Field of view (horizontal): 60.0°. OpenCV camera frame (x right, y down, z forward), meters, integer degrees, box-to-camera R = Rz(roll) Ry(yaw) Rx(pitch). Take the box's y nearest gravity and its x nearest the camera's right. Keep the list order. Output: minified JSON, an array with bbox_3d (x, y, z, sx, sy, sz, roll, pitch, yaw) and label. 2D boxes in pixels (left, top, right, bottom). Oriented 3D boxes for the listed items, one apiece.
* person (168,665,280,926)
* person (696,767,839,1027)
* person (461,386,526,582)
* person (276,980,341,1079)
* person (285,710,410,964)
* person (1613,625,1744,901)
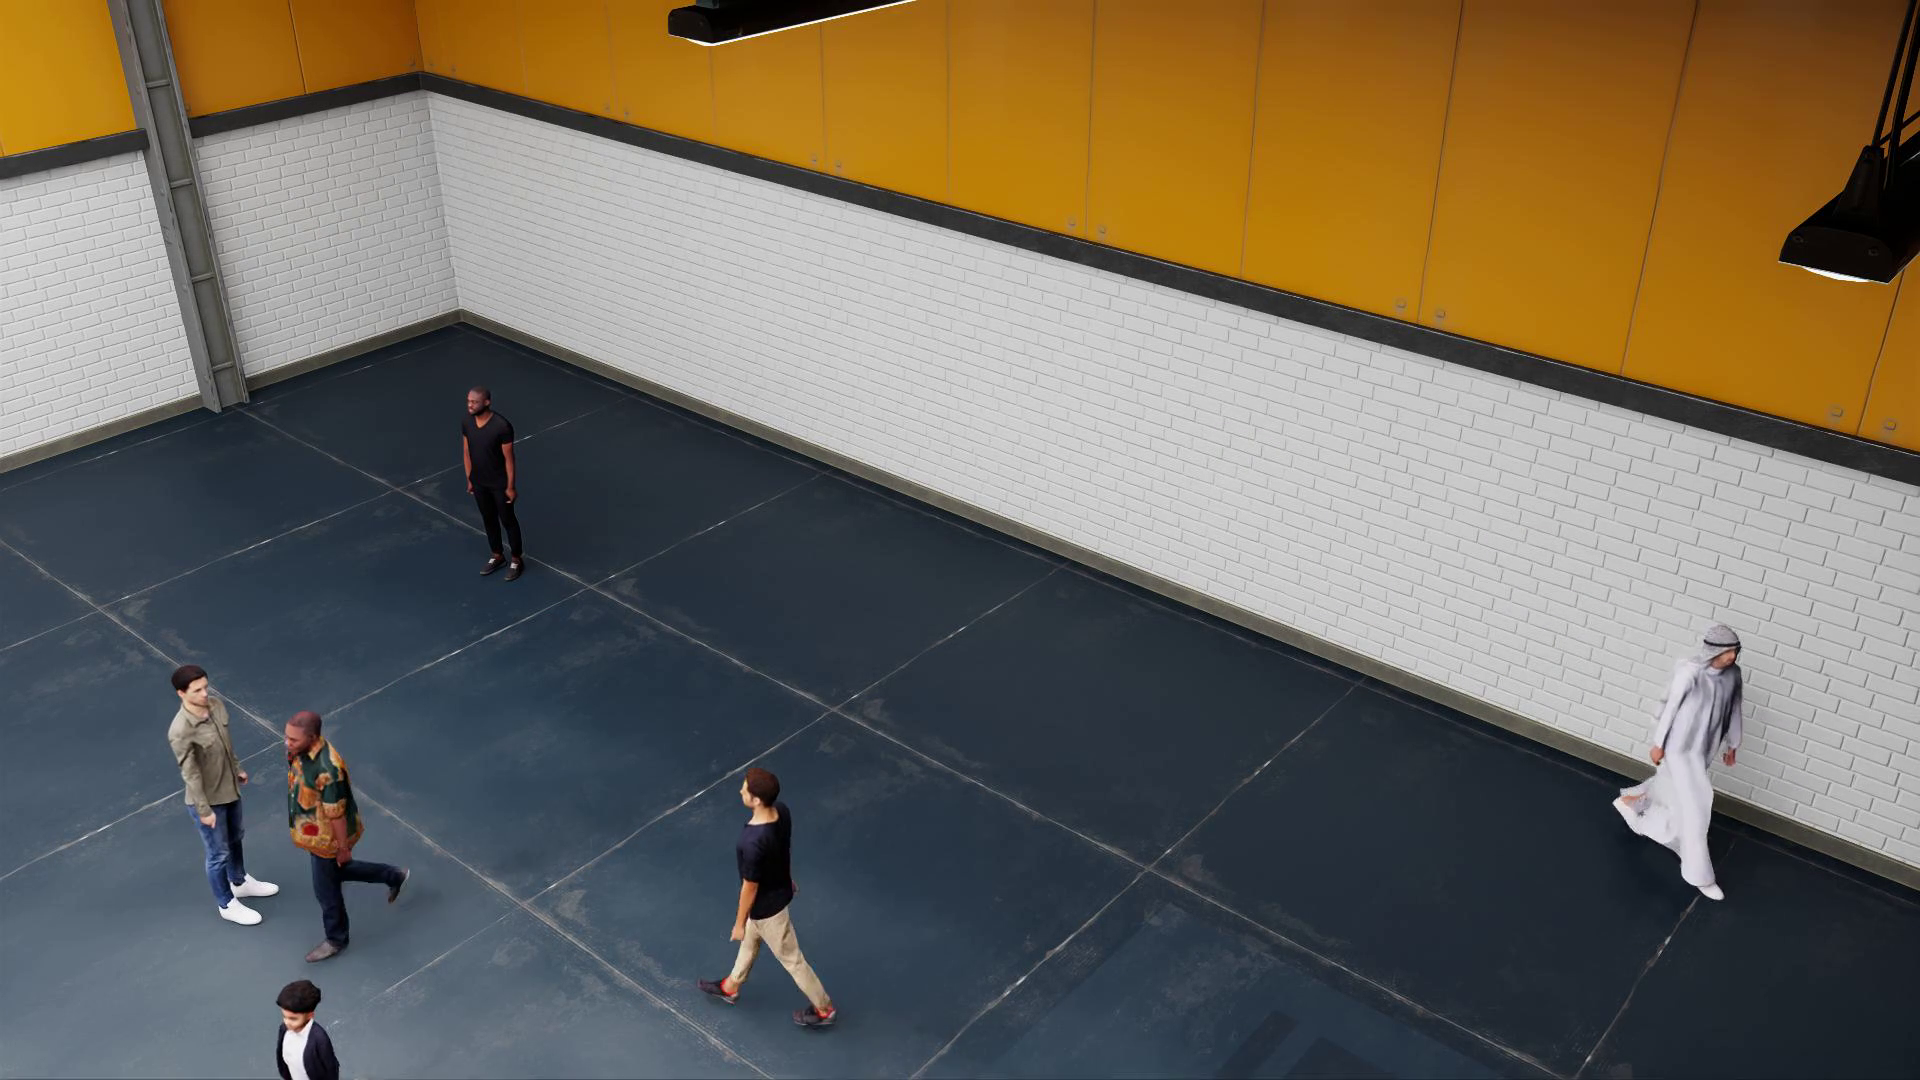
[{"bbox_3d":[-4.808,1.615,10.691,0.854,1.868,0.751,2,29,4],"label":"person"},{"bbox_3d":[-1.034,2.158,9.760,1.093,1.806,1.192,5,29,10],"label":"person"},{"bbox_3d":[-4.111,-0.517,14.652,0.728,1.819,0.663,11,30,19],"label":"person"},{"bbox_3d":[-3.499,2.863,9.084,0.586,1.217,0.688,13,31,23],"label":"person"},{"bbox_3d":[-3.909,1.788,10.459,1.065,1.787,0.778,-23,36,-36],"label":"person"},{"bbox_3d":[4.830,1.348,11.165,1.341,1.883,1.166,-11,31,-20],"label":"person"}]
